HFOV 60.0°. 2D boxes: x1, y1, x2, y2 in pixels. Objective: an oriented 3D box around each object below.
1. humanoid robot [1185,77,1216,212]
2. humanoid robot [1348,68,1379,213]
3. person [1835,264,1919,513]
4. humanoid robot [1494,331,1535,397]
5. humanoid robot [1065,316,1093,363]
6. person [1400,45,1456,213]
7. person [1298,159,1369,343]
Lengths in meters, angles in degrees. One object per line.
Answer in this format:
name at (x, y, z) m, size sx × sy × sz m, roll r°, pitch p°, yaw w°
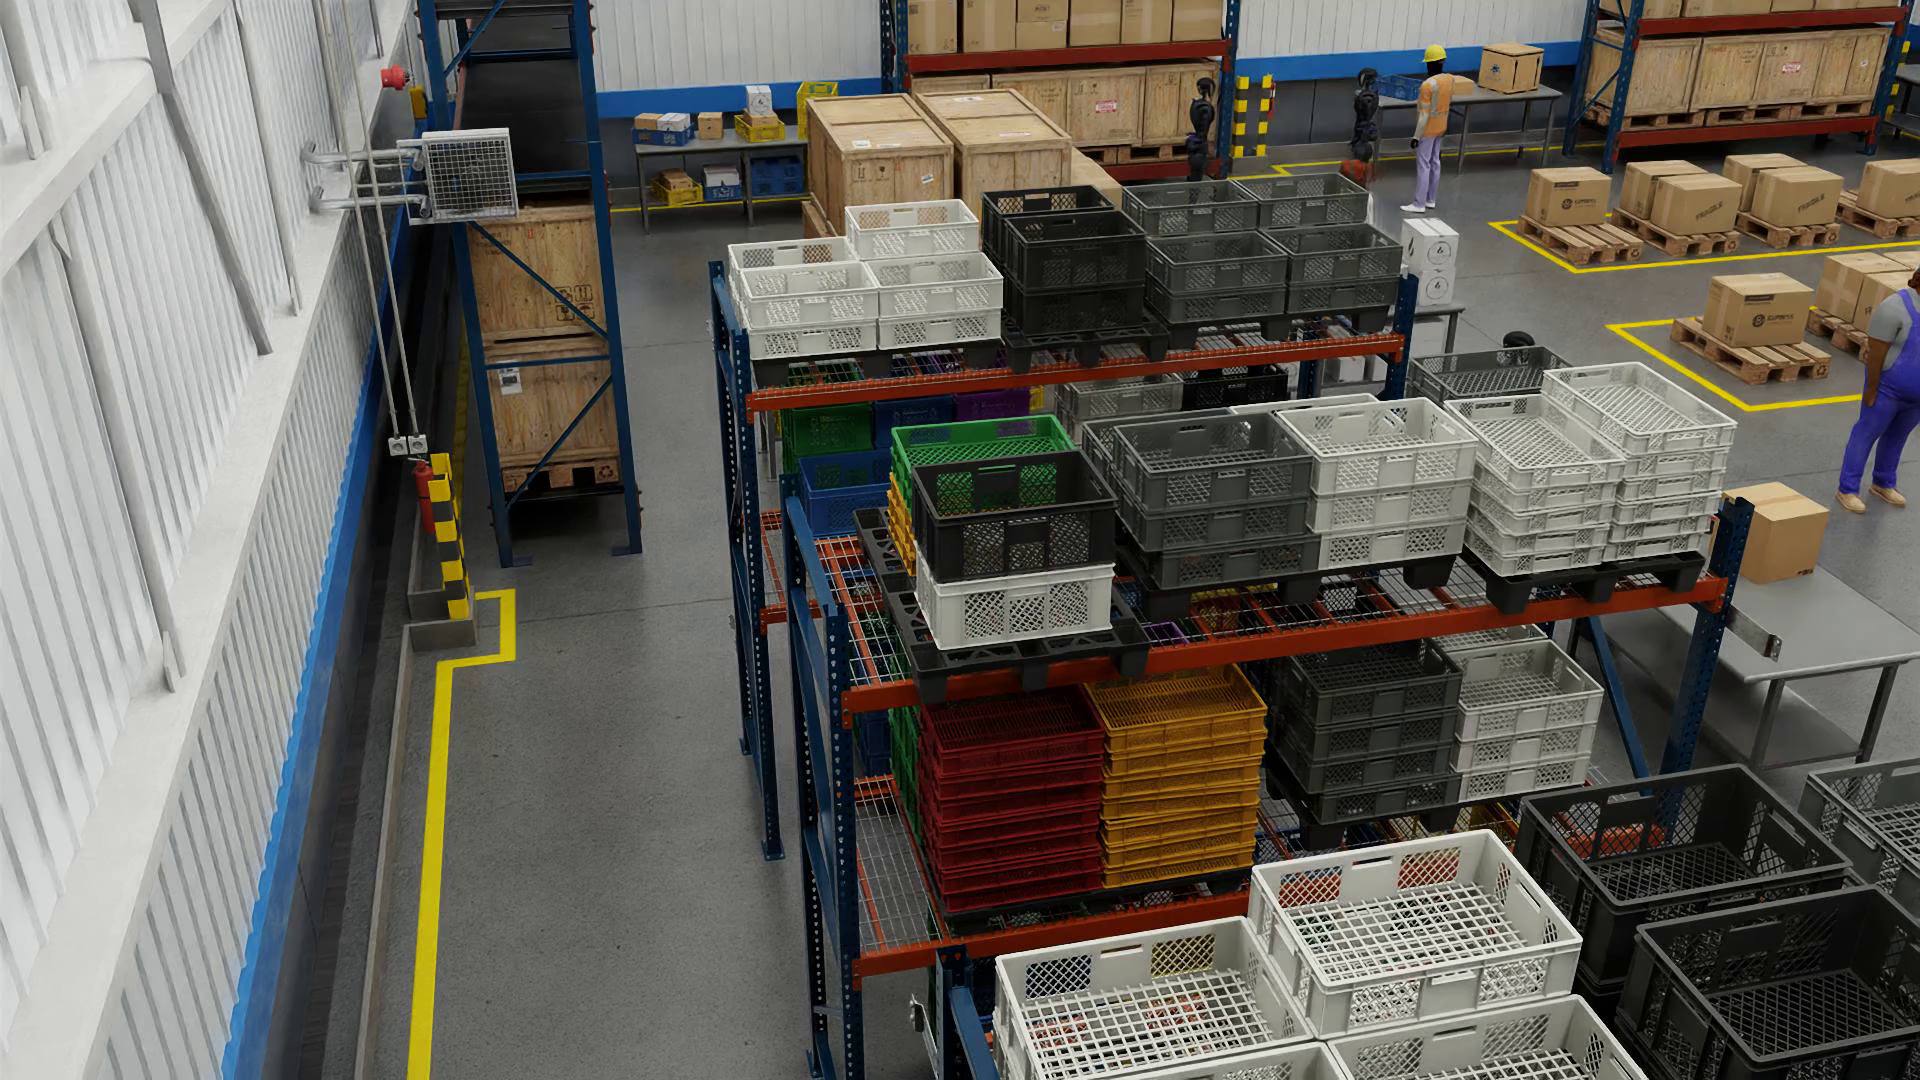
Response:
humanoid robot at (2.730, -4.420, 18.921) m, size 0.325 × 1.652 × 0.595 m, roll 0°, pitch 28°, yaw 1°
humanoid robot at (4.677, -4.648, 19.340) m, size 0.320 × 1.657 × 0.611 m, roll 2°, pitch 28°, yaw 3°
person at (7.058, -1.176, 12.380) m, size 0.677 × 2.000 × 0.537 m, roll -7°, pitch 29°, yaw -13°
humanoid robot at (3.863, -0.719, 11.899) m, size 0.342 × 1.651 × 0.568 m, roll 8°, pitch 29°, yaw 15°
humanoid robot at (1.105, -2.268, 14.824) m, size 0.317 × 1.657 × 0.612 m, roll 24°, pitch 36°, yaw 38°
person at (5.444, -4.765, 19.318) m, size 0.583 × 1.918 × 0.371 m, roll -25°, pitch 36°, yaw -38°
person at (3.584, -2.541, 15.175) m, size 0.835 × 1.857 × 0.578 m, roll 9°, pitch 29°, yaw 16°
